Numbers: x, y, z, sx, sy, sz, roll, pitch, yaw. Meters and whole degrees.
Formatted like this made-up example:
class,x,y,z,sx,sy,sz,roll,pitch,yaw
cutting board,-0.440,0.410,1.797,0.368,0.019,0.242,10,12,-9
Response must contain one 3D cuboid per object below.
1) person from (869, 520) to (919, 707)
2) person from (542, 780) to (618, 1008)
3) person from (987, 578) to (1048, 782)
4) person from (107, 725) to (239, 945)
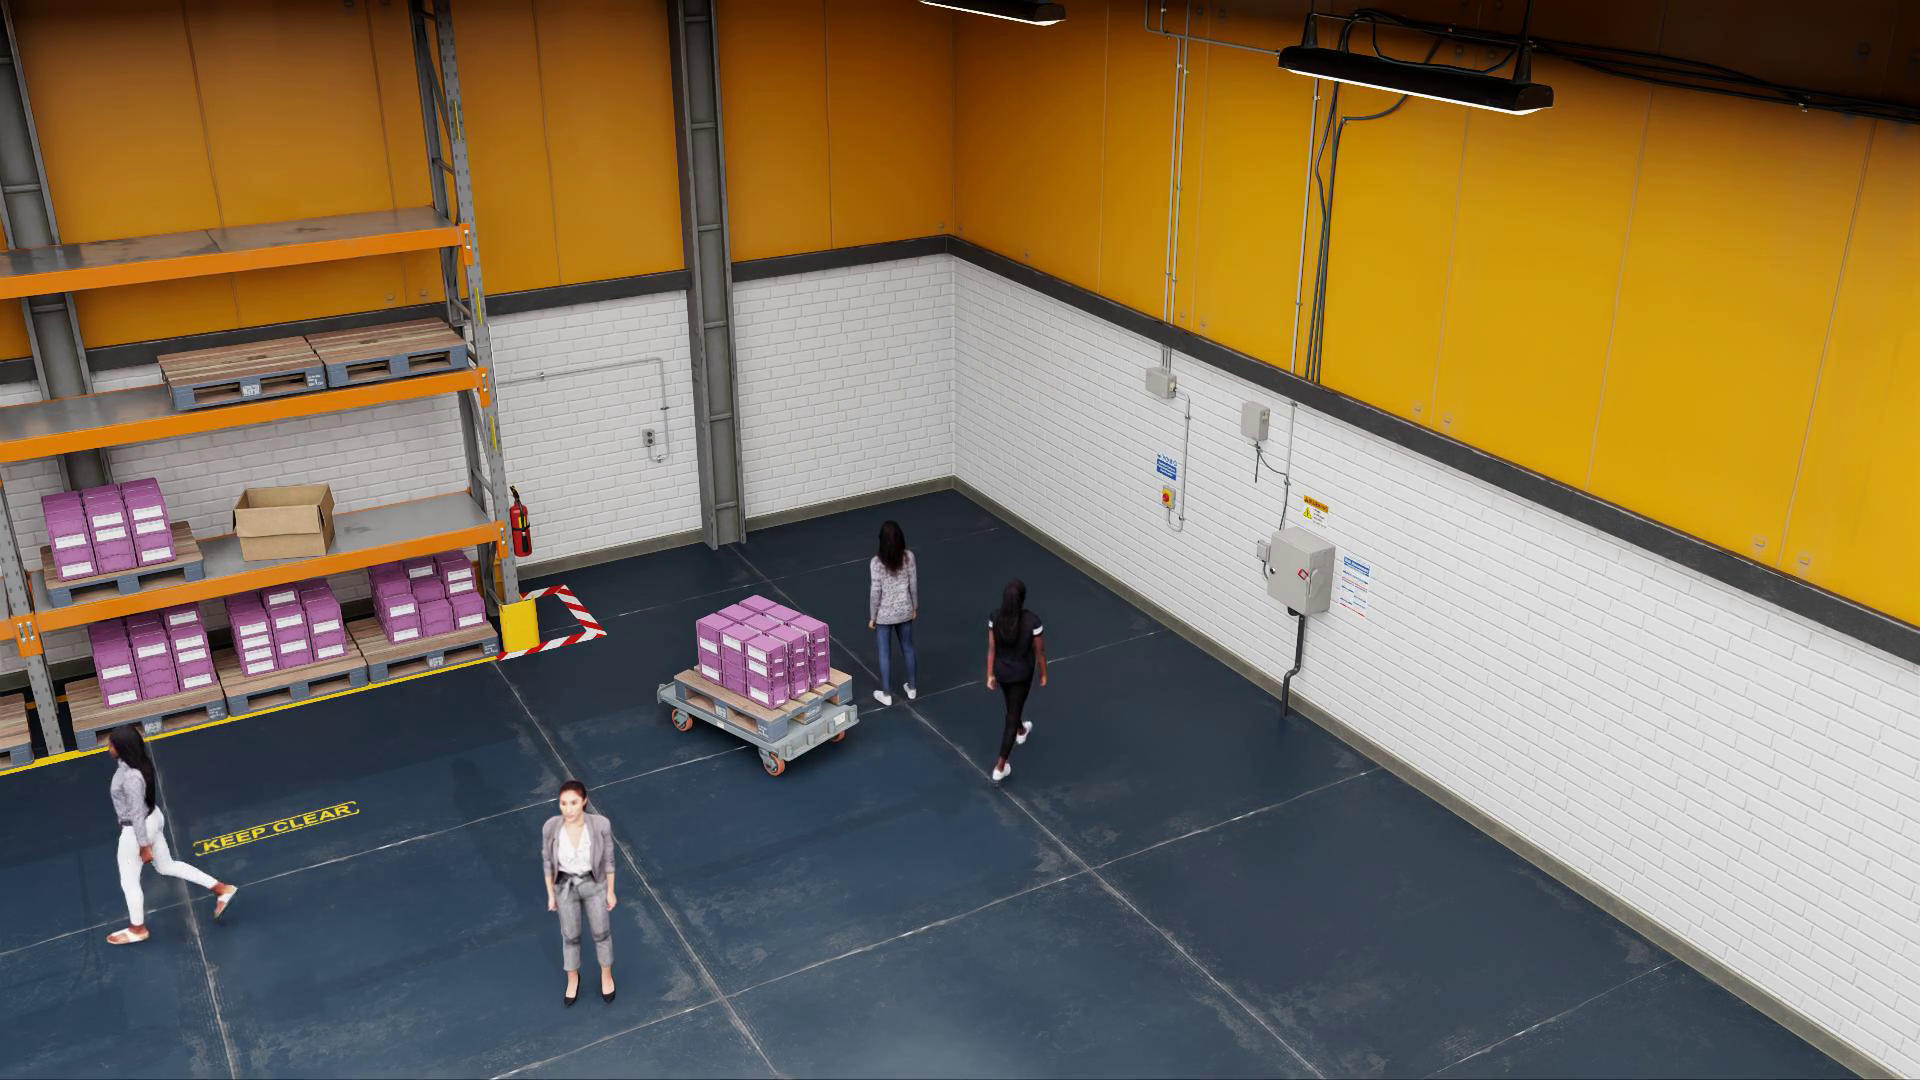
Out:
class,x,y,z,sx,sy,sz,roll,pitch,yaw
person,-0.599,0.636,14.775,0.471,1.731,0.688,-11,26,-24
person,-2.497,2.319,10.991,0.662,1.678,0.770,-2,24,-5
person,0.426,1.165,13.631,1.111,1.678,1.236,8,25,19
person,-5.597,2.043,11.599,1.175,1.697,0.789,-7,24,-15
